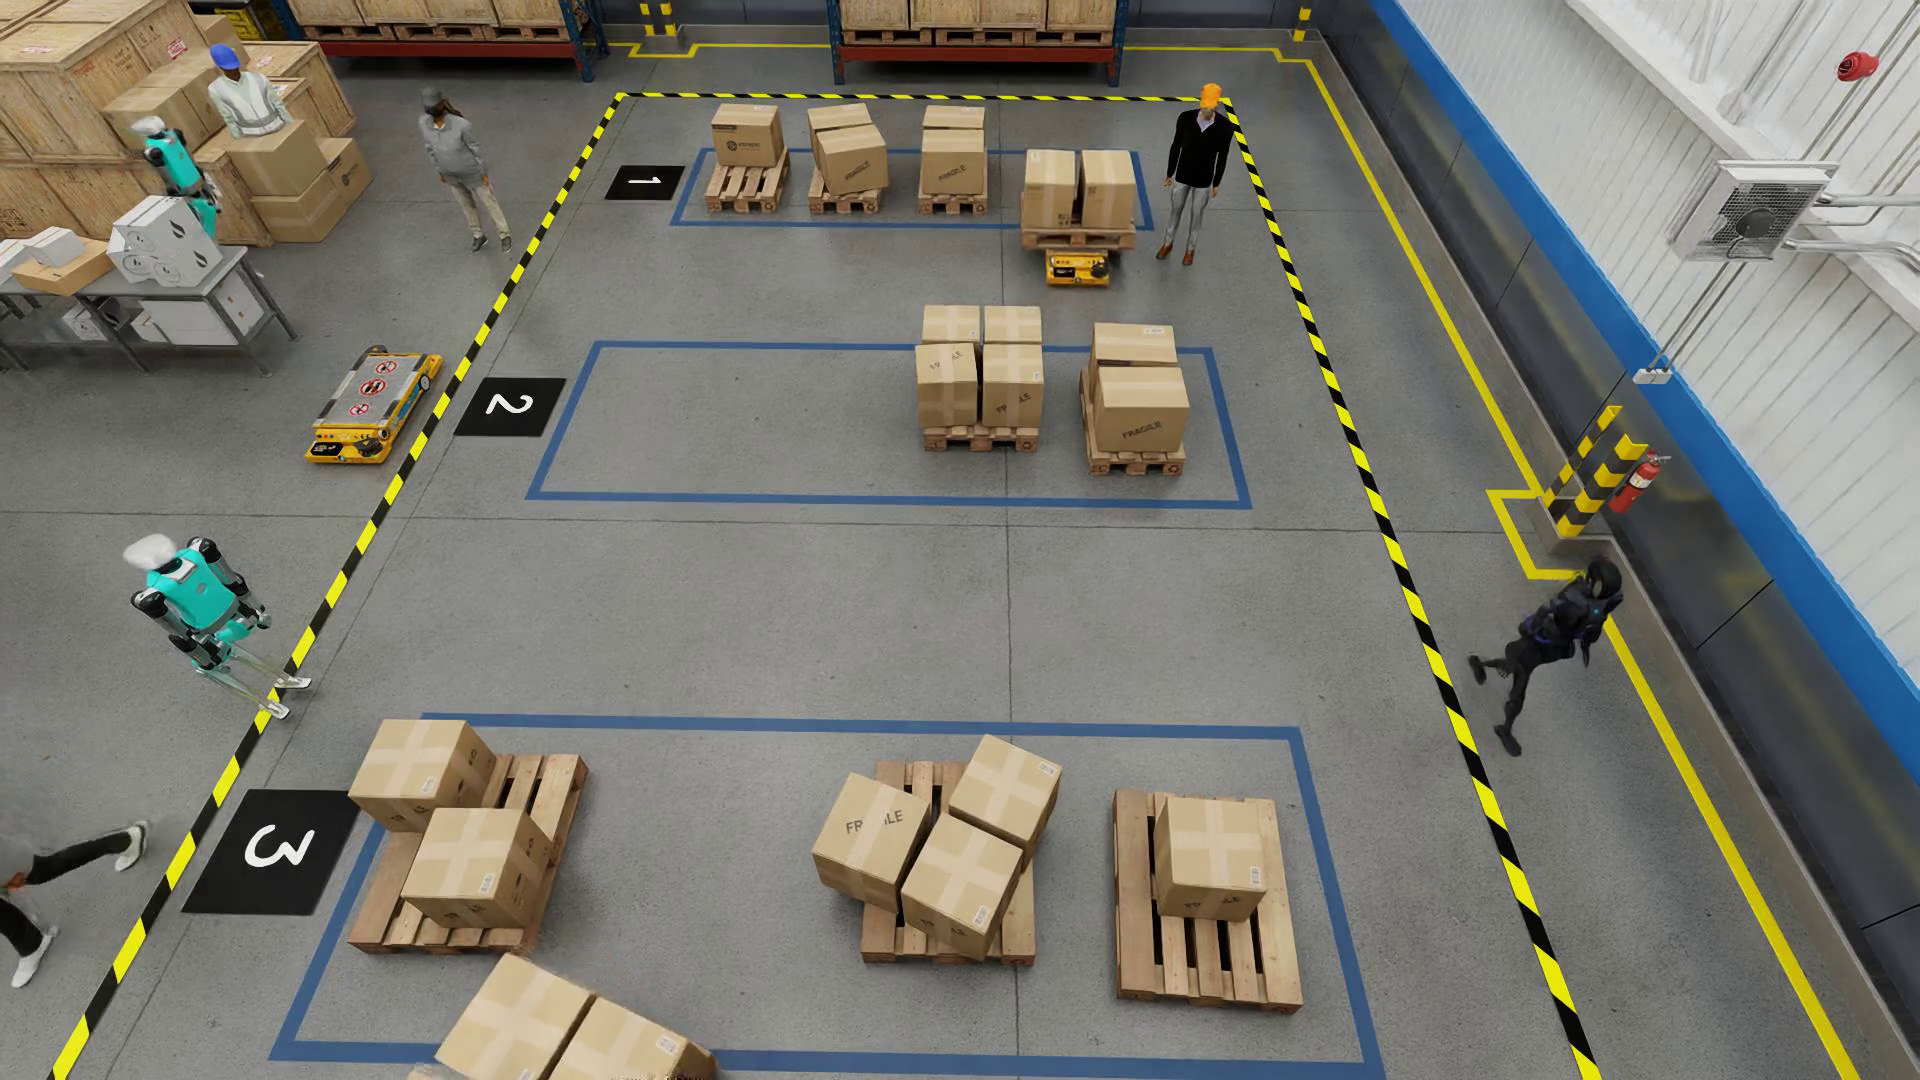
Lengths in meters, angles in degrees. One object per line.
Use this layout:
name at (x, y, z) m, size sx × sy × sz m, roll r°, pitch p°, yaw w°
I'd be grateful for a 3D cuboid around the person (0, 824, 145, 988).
person at (-5.353, 1.671, 4.950) m, size 0.630 × 1.807 × 0.898 m, roll 7°, pitch 50°, yaw 6°

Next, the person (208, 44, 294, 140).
person at (-7.526, -4.383, 9.985) m, size 0.602 × 1.939 × 0.412 m, roll -34°, pitch 58°, yaw -25°

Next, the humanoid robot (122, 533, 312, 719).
humanoid robot at (-4.843, 0.541, 5.859) m, size 0.735 × 1.677 × 0.533 m, roll 10°, pitch 50°, yaw 8°

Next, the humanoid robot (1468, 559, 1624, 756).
humanoid robot at (3.804, 0.661, 5.926) m, size 0.602 × 1.638 × 0.791 m, roll -7°, pitch 50°, yaw -6°

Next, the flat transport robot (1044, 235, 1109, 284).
flat transport robot at (1.267, -3.331, 10.167) m, size 0.652 × 0.197 × 1.431 m, roll 1°, pitch 50°, yaw 1°

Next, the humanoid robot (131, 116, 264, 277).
humanoid robot at (-7.988, -3.371, 9.292) m, size 0.996 × 1.780 × 0.531 m, roll -2°, pitch 50°, yaw -2°

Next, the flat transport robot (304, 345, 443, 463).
flat transport robot at (-5.383, -1.269, 8.441) m, size 0.659 × 0.231 × 1.431 m, roll 1°, pitch 50°, yaw 1°

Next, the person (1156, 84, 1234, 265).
person at (2.418, -3.759, 9.489) m, size 0.589 × 1.884 × 0.362 m, roll 19°, pitch 52°, yaw 15°

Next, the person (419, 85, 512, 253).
person at (-5.241, -3.895, 9.679) m, size 0.561 × 1.769 × 0.400 m, roll 2°, pitch 50°, yaw 1°
